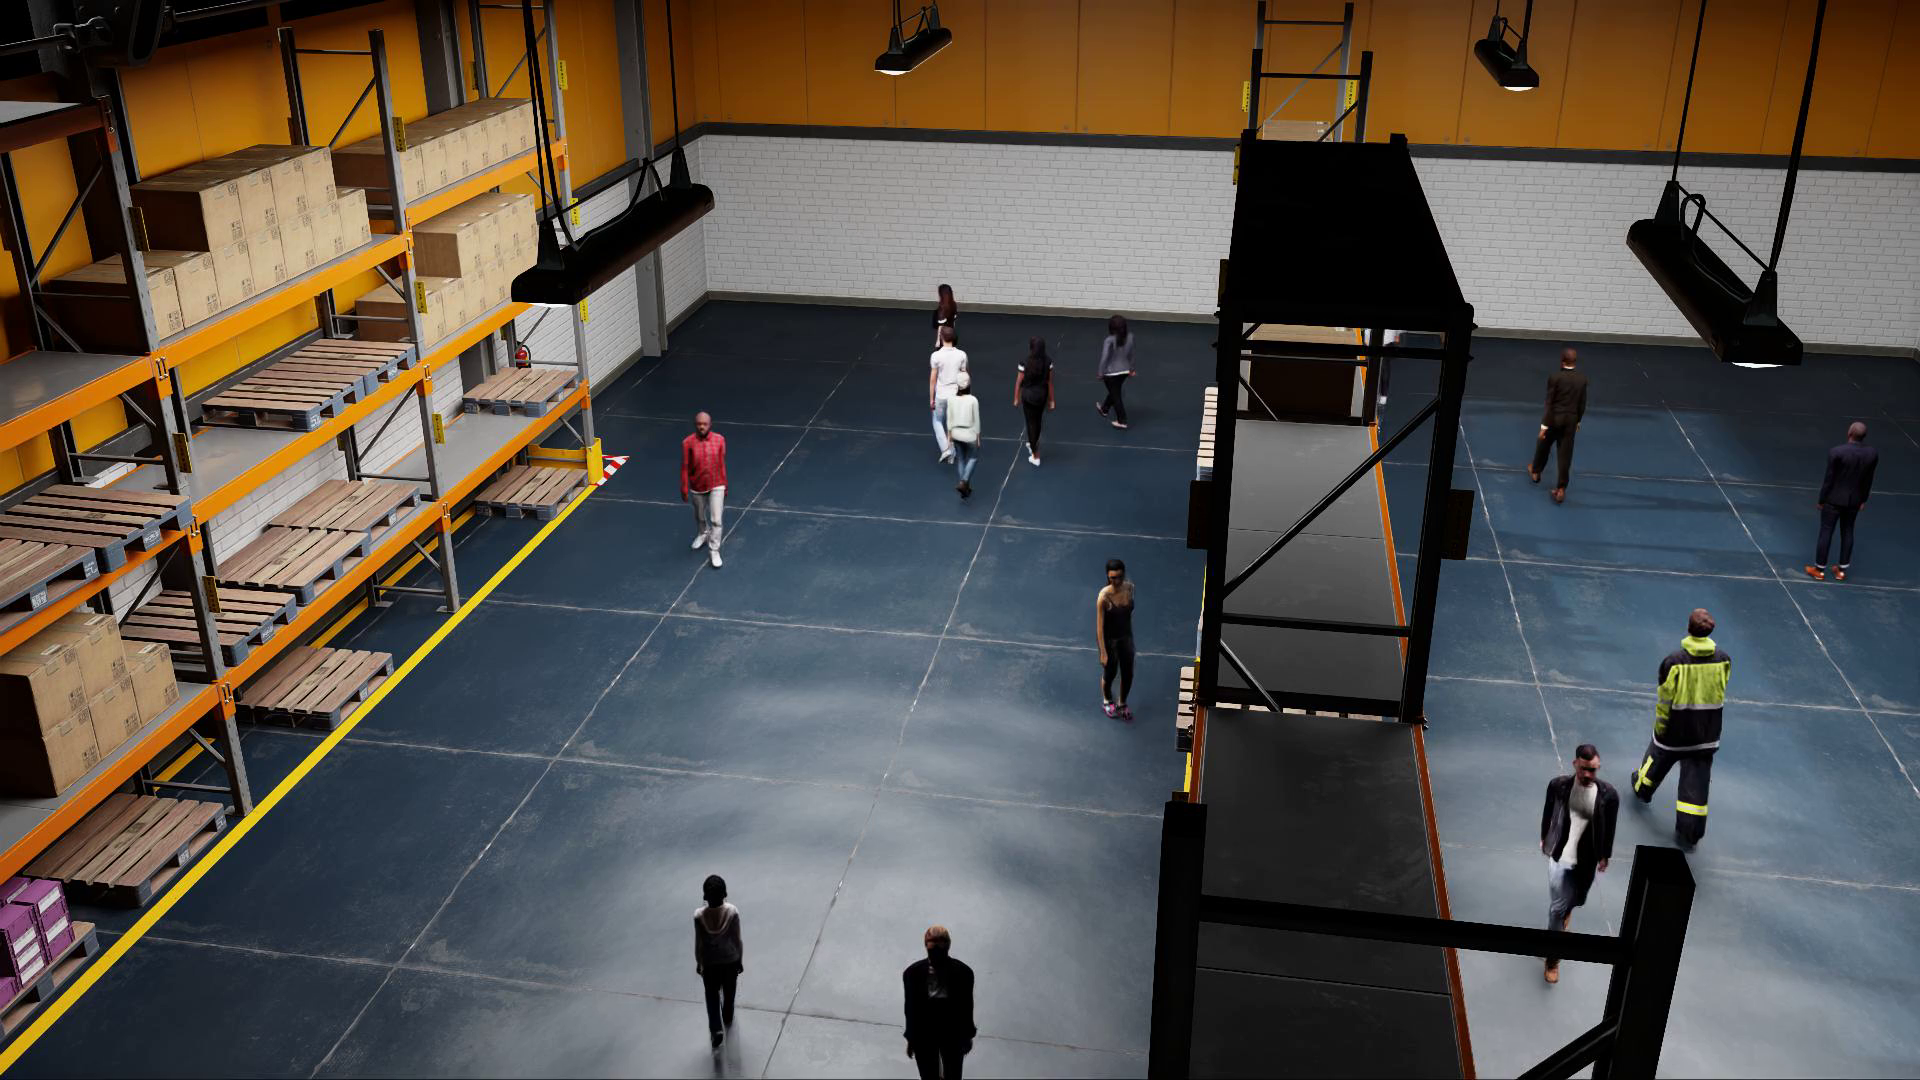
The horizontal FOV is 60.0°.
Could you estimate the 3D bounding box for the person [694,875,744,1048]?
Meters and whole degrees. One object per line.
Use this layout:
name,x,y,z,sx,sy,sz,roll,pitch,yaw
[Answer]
person,-1.646,2.891,11.404,0.654,1.244,0.837,-5,24,-11

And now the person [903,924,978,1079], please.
person,-0.126,3.084,10.412,0.747,1.685,1.013,-1,24,-1

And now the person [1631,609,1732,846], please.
person,5.991,1.550,13.612,0.927,1.933,1.300,0,24,0

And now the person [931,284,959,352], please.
person,-0.207,-2.938,24.246,0.740,1.639,0.622,14,27,28

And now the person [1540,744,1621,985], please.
person,4.488,2.268,12.130,0.745,1.803,1.156,7,25,15

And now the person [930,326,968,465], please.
person,-0.126,-1.817,21.431,0.844,1.839,0.944,-6,24,-14

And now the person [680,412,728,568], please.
person,-2.865,-0.640,18.805,0.870,1.787,1.111,-2,24,-4

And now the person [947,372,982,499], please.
person,0.040,-1.252,20.387,0.642,1.640,0.794,8,25,17

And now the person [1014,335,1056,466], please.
person,0.989,-1.789,21.524,0.873,1.715,1.004,-6,24,-14

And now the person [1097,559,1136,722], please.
person,1.424,0.905,15.393,0.761,1.689,0.821,-16,28,-32

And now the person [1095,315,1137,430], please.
person,2.193,-2.288,22.853,1.061,1.565,1.097,-18,29,-35

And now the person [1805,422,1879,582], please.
person,9.707,-0.432,18.290,0.729,1.818,0.640,0,24,1

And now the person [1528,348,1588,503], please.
person,7.401,-1.374,20.395,0.877,1.858,1.276,0,24,0
